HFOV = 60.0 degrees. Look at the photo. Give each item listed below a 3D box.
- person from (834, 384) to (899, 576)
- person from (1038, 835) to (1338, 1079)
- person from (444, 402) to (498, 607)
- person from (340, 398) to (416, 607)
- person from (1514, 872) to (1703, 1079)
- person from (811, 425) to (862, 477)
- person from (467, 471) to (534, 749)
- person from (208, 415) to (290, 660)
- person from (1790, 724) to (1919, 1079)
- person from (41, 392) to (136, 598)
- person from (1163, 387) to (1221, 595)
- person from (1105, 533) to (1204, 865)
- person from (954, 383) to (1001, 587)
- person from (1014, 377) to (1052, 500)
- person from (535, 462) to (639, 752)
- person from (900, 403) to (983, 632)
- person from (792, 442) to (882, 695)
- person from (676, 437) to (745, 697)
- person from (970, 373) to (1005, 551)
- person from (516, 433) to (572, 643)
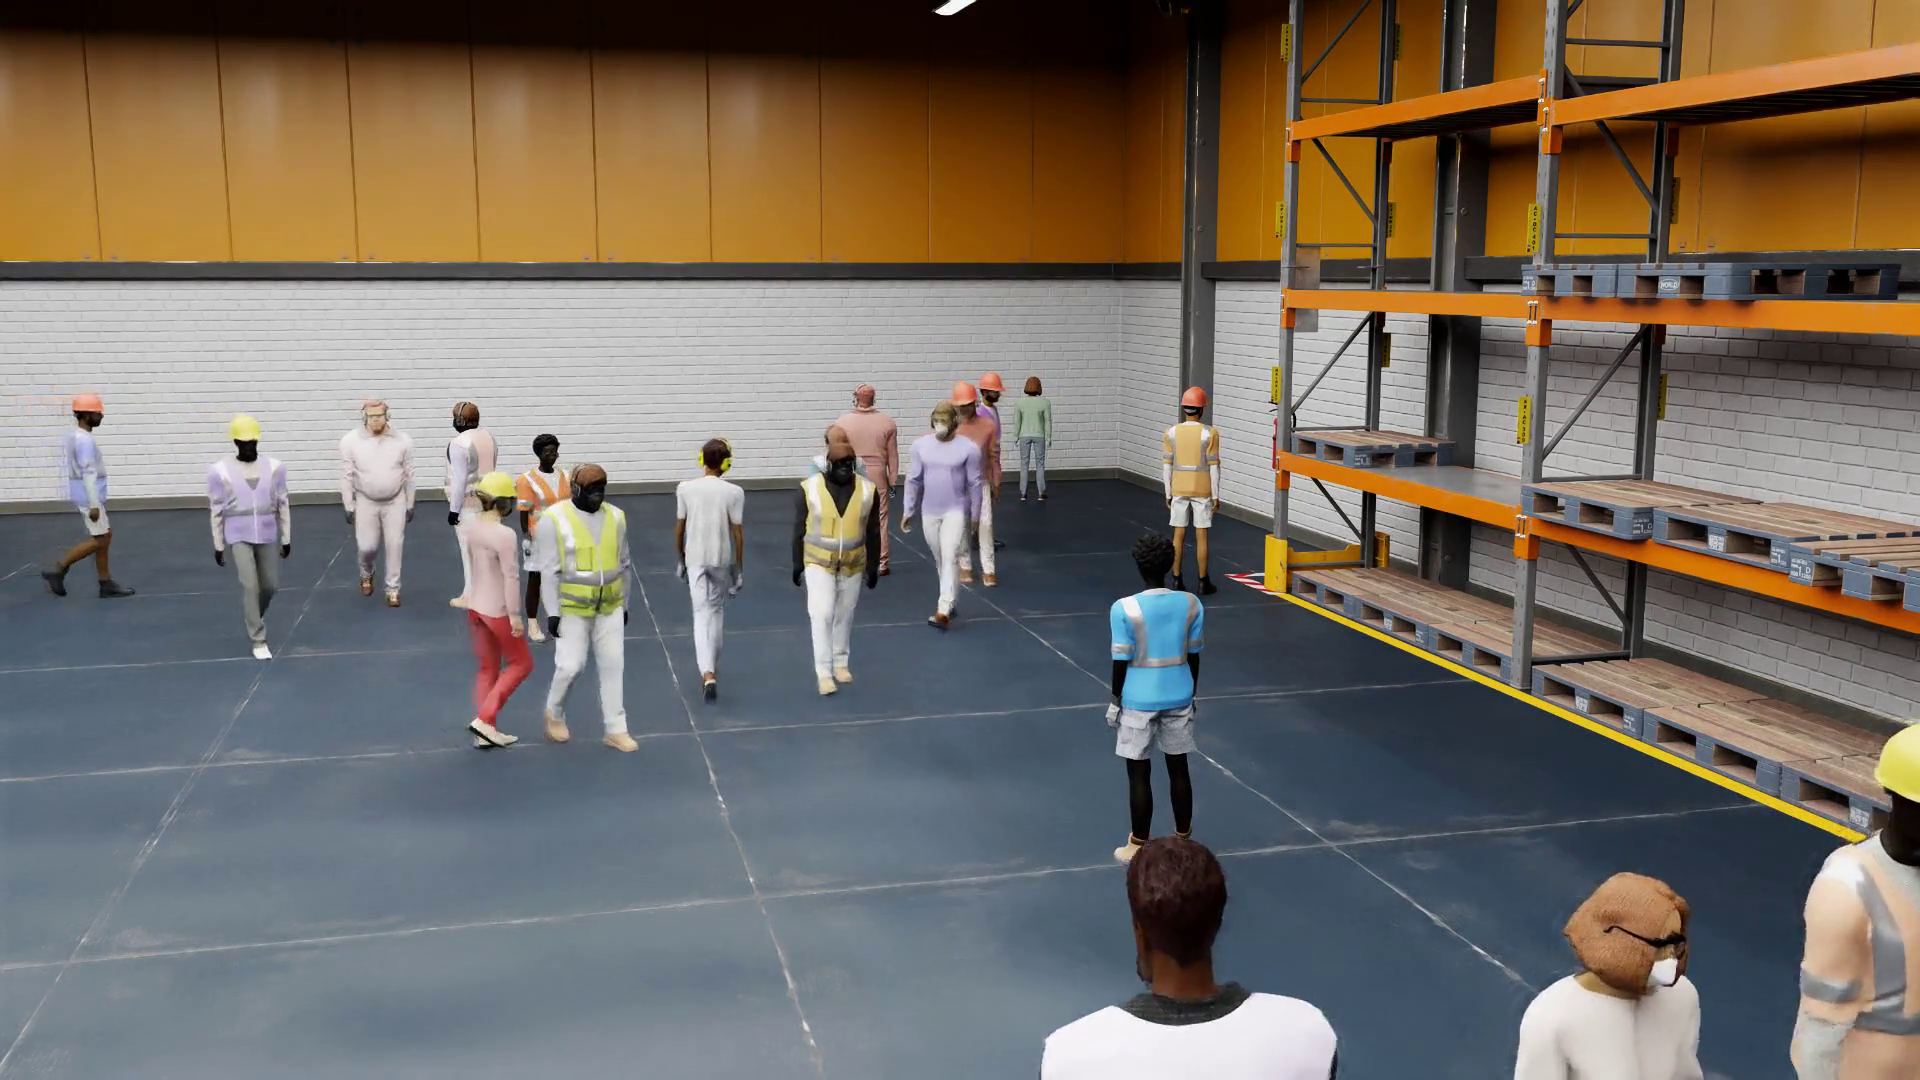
[{"bbox_3d":[-0.933,-0.584,16.383,0.654,1.905,0.408,-1,9,-9],"label":"person"},{"bbox_3d":[0.431,1.517,3.311,0.615,1.897,0.473,-2,9,-10],"label":"person"},{"bbox_3d":[-4.404,-0.321,14.944,0.429,1.845,0.621,3,9,15],"label":"person"},{"bbox_3d":[-5.218,-0.344,14.955,0.639,1.888,0.521,-4,10,-25],"label":"person"},{"bbox_3d":[1.532,1.560,3.891,0.501,1.618,0.346,-4,10,-25],"label":"person"},{"bbox_3d":[-1.093,-0.232,15.104,0.516,1.623,0.613,-4,10,-25],"label":"person"},{"bbox_3d":[-2.883,0.448,10.377,0.396,1.754,0.563,-9,13,-43],"label":"person"},{"bbox_3d":[-5.574,-0.047,13.057,0.591,1.903,0.751,-7,12,-38],"label":"person"},{"bbox_3d":[2.306,1.354,4.282,0.614,1.903,0.615,-6,11,-33],"label":"person"},{"bbox_3d":[-7.982,-0.389,15.124,0.668,1.917,0.558,-6,11,-31],"label":"person"},{"bbox_3d":[2.162,-0.454,15.473,0.543,1.939,0.362,4,10,24],"label":"person"},{"bbox_3d":[0.975,0.806,8.354,0.540,1.697,0.318,-4,10,-24],"label":"person"},{"bbox_3d":[0.112,-0.518,15.842,0.624,1.939,0.916,-1,9,-8],"label":"person"},{"bbox_3d":[0.959,-1.338,21.936,0.507,1.631,0.266,2,9,11],"label":"person"},{"bbox_3d":[-2.346,0.412,10.422,0.643,1.823,0.634,-7,12,-39],"label":"person"},{"bbox_3d":[-0.175,-0.192,13.981,0.641,1.891,0.997,3,10,21],"label":"person"},{"bbox_3d":[-0.858,0.199,11.873,0.635,1.794,0.859,-3,9,-16],"label":"person"},{"bbox_3d":[-1.783,0.180,11.885,0.513,1.823,0.944,-2,9,-10],"label":"person"},{"bbox_3d":[0.307,-0.839,17.923,0.396,1.929,0.554,4,10,22],"label":"person"},{"bbox_3d":[-3.354,-0.026,13.545,0.317,1.697,0.540,7,12,39],"label":"person"}]
